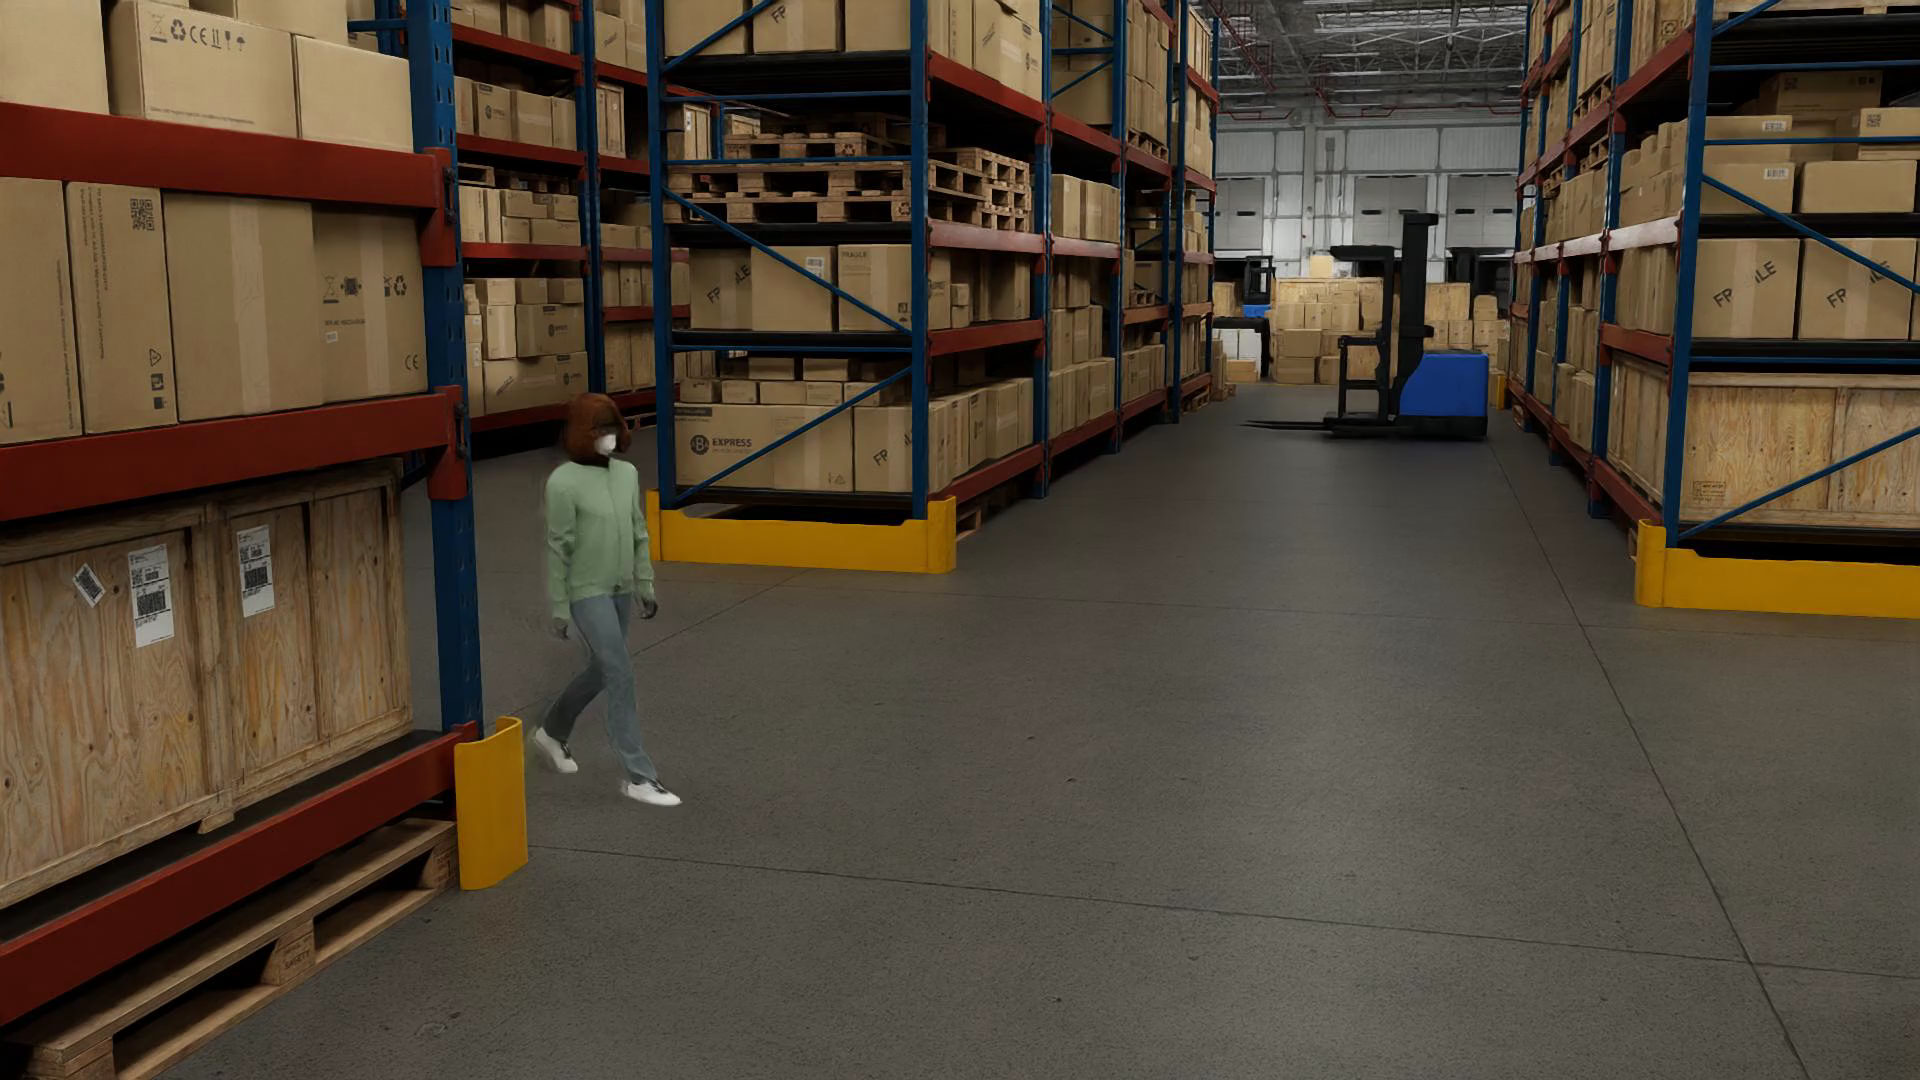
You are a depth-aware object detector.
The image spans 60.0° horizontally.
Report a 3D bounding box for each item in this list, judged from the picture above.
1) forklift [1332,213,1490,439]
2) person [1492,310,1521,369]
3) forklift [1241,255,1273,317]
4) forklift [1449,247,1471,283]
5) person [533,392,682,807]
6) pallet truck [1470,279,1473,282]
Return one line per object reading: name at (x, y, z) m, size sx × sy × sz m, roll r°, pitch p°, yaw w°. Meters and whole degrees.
forklift at (5.749, -2.726, 21.090) m, size 1.873 × 2.768 × 1.129 m, roll 2°, pitch 9°, yaw 15°
person at (12.057, -4.611, 36.208) m, size 0.995 × 1.888 × 0.648 m, roll 0°, pitch 9°, yaw -1°
forklift at (10.551, -8.662, 58.805) m, size 1.129 × 2.768 × 1.873 m, roll 2°, pitch 9°, yaw 15°
forklift at (12.944, -6.205, 43.194) m, size 1.873 × 2.768 × 1.129 m, roll 1°, pitch 9°, yaw 7°
person at (-1.429, 0.210, 6.537) m, size 0.817 × 1.593 × 0.510 m, roll 4°, pitch 10°, yaw 25°
pallet truck at (18.896, -8.459, 60.307) m, size 1.885 × 1.965 × 0.823 m, roll 5°, pitch 10°, yaw 31°
